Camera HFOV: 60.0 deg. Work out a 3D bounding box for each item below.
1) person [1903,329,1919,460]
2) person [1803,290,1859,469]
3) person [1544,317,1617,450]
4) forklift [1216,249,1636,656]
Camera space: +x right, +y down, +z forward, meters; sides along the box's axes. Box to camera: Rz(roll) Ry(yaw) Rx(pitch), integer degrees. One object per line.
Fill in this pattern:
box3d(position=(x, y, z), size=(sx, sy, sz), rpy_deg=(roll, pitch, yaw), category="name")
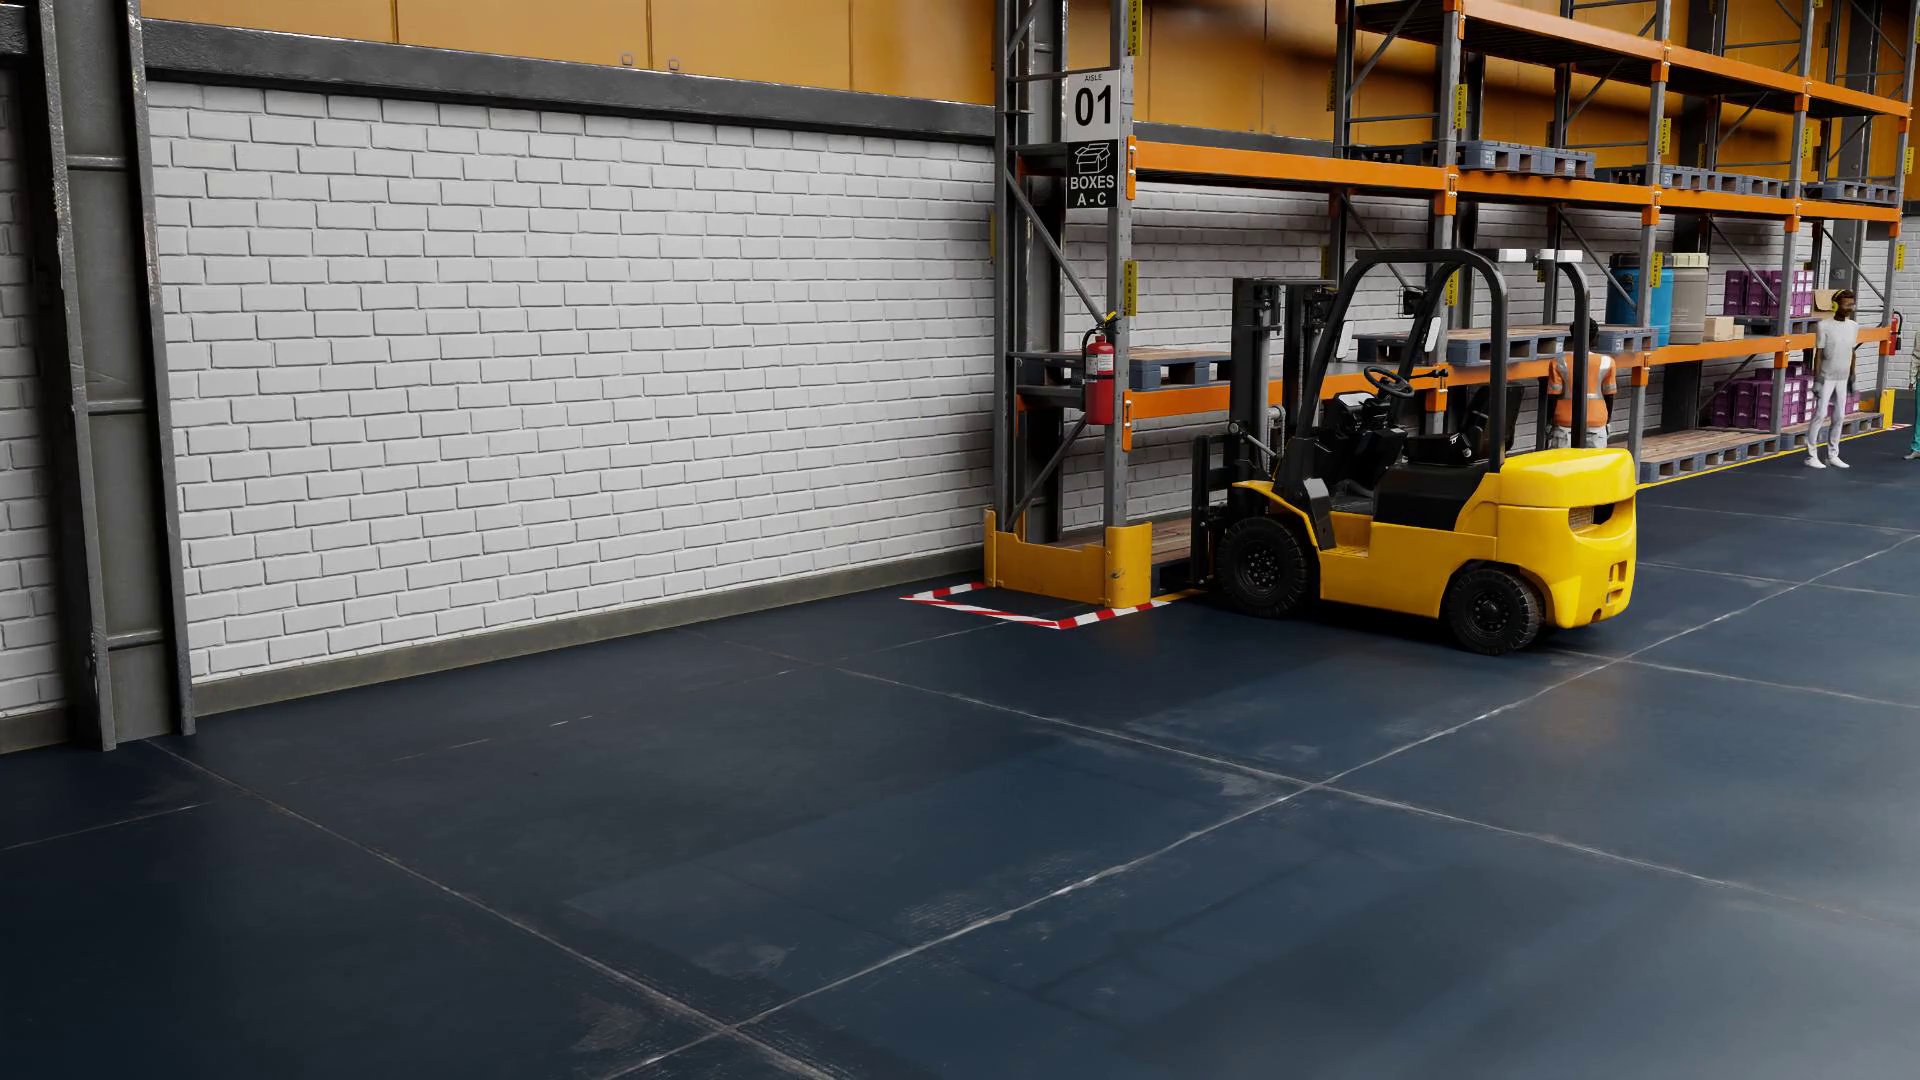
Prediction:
box3d(position=(10.506, -1.725, 17.920), size=(0.303, 1.772, 0.530), rpy_deg=(-8, 12, -41), category="person")
box3d(position=(9.089, -1.665, 17.290), size=(0.511, 1.860, 0.318), rpy_deg=(-2, 10, -13), category="person")
box3d(position=(4.911, -0.918, 13.192), size=(0.532, 1.697, 0.320), rpy_deg=(2, 9, 10), category="person")
box3d(position=(2.710, -0.584, 9.626), size=(2.313, 2.155, 1.214), rpy_deg=(9, 13, 43), category="forklift")
